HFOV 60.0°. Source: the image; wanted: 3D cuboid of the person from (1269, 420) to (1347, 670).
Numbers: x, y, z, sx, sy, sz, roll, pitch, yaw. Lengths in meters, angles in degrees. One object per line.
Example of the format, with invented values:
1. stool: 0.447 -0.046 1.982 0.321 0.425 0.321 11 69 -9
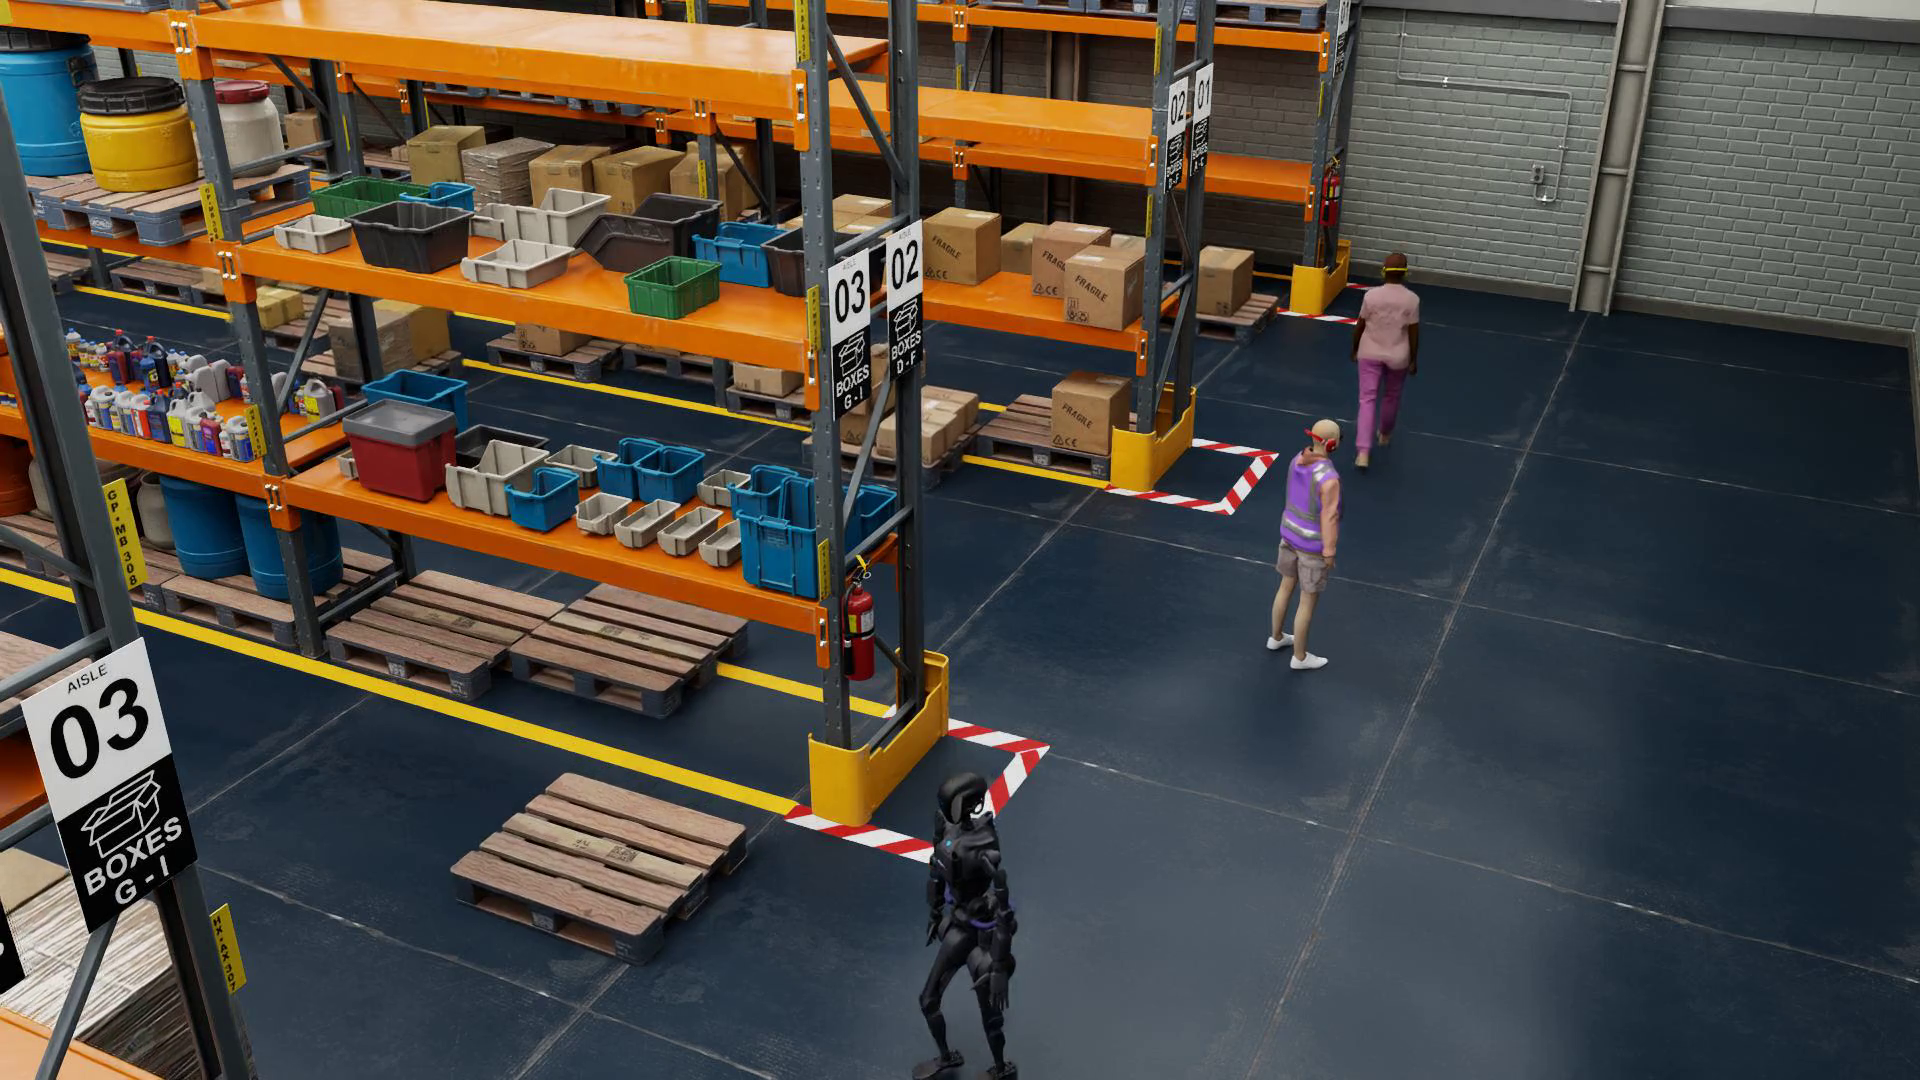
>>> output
1. person: 2.234 0.022 10.660 0.350 1.687 0.486 -10 28 -20

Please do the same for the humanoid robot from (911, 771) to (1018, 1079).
1. humanoid robot: 0.039 1.732 7.211 0.448 1.649 0.609 -17 31 -30

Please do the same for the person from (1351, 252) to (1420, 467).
1. person: 3.482 -1.494 13.652 0.537 1.758 0.943 6 27 13
